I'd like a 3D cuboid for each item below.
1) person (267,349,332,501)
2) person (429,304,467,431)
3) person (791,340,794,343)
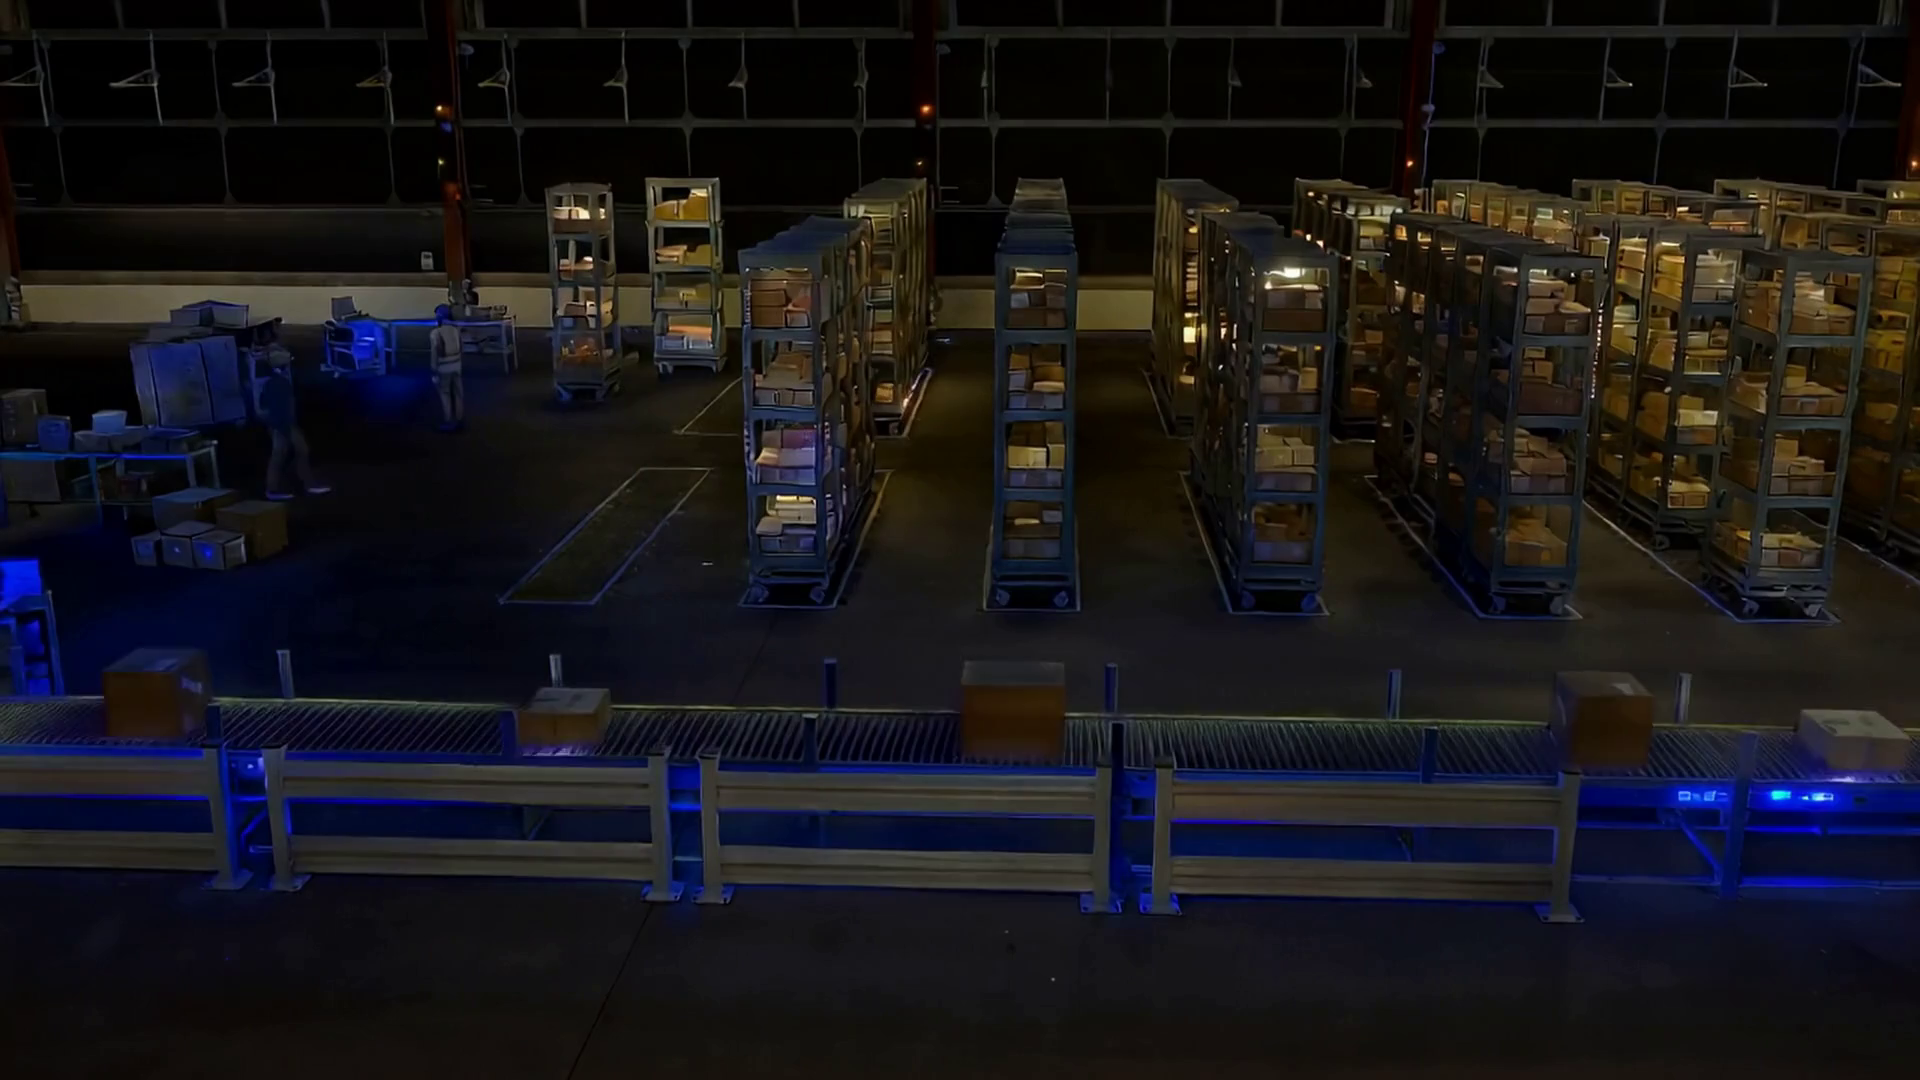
[{"bbox_3d":[-8.518,-1.463,21.246,0.893,1.955,0.643,-2,15,-8],"label":"person"},{"bbox_3d":[-7.942,-2.669,25.754,0.406,1.947,0.606,9,18,31],"label":"person"},{"bbox_3d":[-2.376,-2.667,26.043,0.600,1.791,0.868,-4,16,-15],"label":"person"}]
